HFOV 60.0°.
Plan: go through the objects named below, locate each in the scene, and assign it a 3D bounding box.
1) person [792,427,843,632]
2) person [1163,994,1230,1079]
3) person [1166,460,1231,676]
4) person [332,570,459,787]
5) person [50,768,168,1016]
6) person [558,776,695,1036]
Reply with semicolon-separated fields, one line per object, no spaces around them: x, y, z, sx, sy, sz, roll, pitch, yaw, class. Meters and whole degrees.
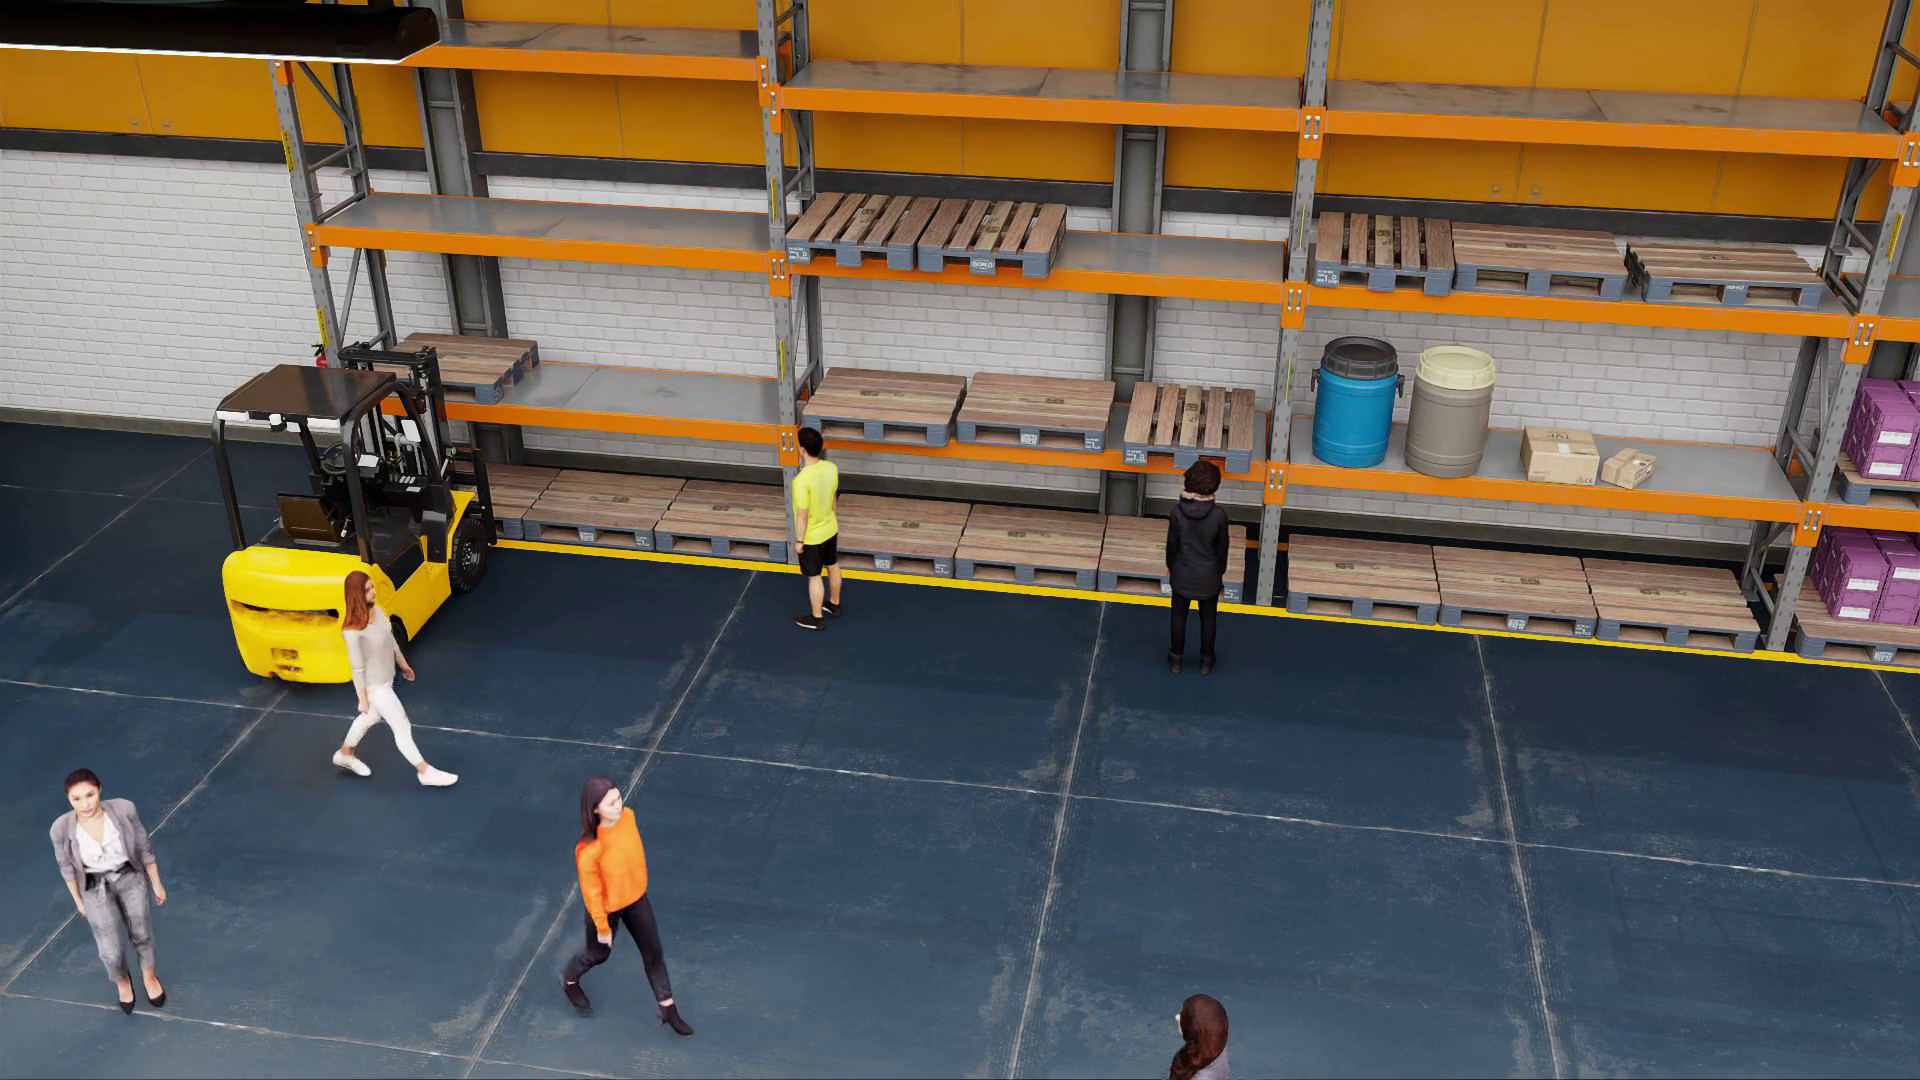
-1.121;-0.097;13.160;0.697;1.708;0.699;20;35;32;person
1.160;2.826;7.753;0.711;1.754;0.690;13;31;23;person
1.781;0.223;12.495;0.526;1.781;0.671;6;29;10;person
-4.028;0.952;11.262;1.166;1.682;0.716;0;29;0;person
-4.800;1.951;9.446;0.723;1.667;0.783;-19;34;-30;person
-2.001;2.030;9.261;1.193;1.706;0.862;14;32;24;person
